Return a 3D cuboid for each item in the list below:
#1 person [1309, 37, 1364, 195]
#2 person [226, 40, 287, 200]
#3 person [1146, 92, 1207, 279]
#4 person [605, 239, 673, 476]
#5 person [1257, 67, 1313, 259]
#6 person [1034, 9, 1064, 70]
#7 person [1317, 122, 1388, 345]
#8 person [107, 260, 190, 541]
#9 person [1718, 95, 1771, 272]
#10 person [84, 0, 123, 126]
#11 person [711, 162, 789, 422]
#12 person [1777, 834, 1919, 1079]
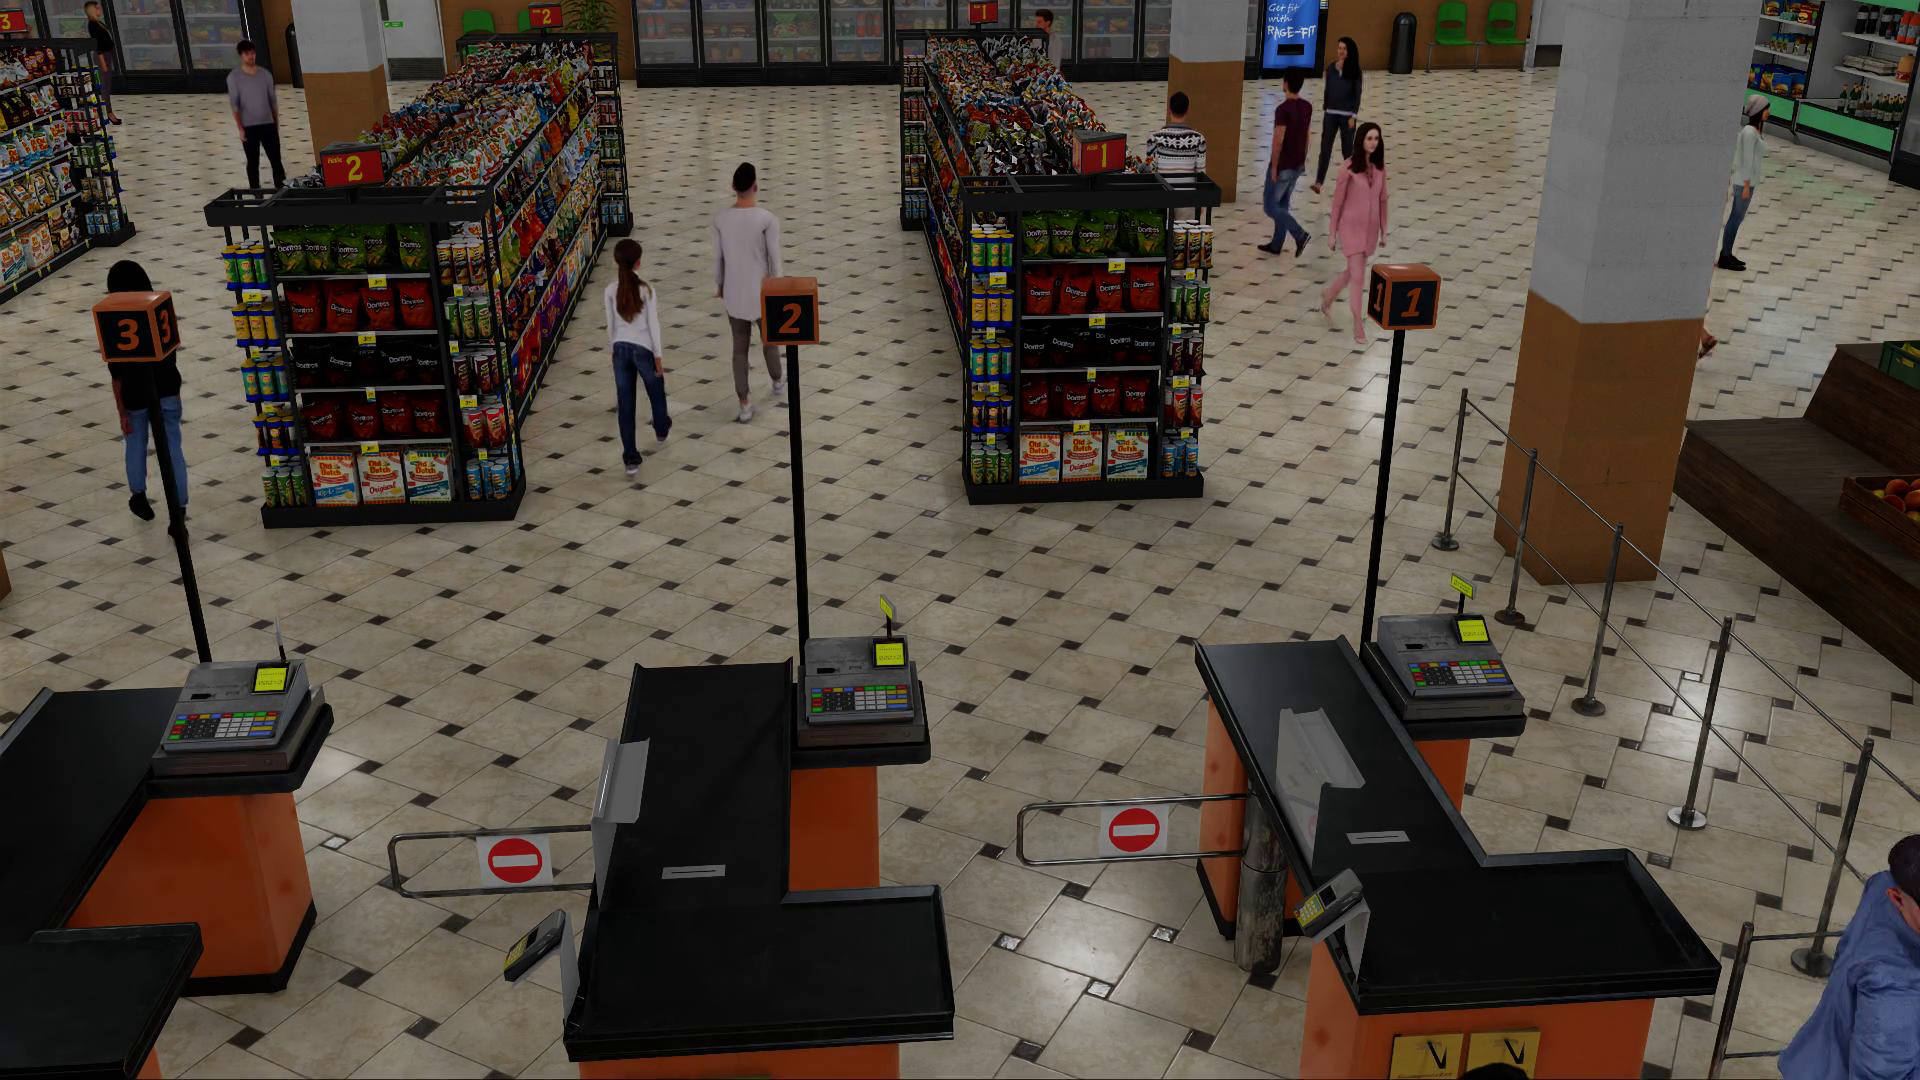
[{"bbox_3d":[4.403,-4.848,19.082,1.014,1.720,1.171,13,27,27],"label":"person"},{"bbox_3d":[-7.729,-4.512,18.222,1.055,1.793,1.286,-16,28,-32],"label":"person"},{"bbox_3d":[1.886,-3.005,14.693,0.697,1.860,0.555,-1,24,-2],"label":"person"},{"bbox_3d":[-2.161,-1.168,10.928,0.632,1.514,1.074,1,24,3],"label":"person"},{"bbox_3d":[3.222,-3.628,16.148,0.970,1.836,1.095,-18,29,-35],"label":"person"},{"bbox_3d":[1.059,-5.554,20.473,0.800,1.898,0.695,-18,29,-35],"label":"person"},{"bbox_3d":[3.251,-2.556,13.776,0.843,1.773,1.169,-9,25,-19],"label":"person"},{"bbox_3d":[-4.753,-0.781,9.839,0.865,1.678,1.026,-17,29,-34],"label":"person"},{"bbox_3d":[7.523,-3.433,15.941,0.704,1.645,0.594,10,26,22],"label":"person"},{"bbox_3d":[-12.075,-6.721,23.422,0.708,1.671,0.560,-9,25,-19],"label":"person"},{"bbox_3d":[-1.522,-1.739,11.861,0.833,1.811,1.096,3,24,7],"label":"person"},{"bbox_3d":[2.360,1.474,4.470,0.976,1.850,0.783,5,24,11],"label":"person"}]
